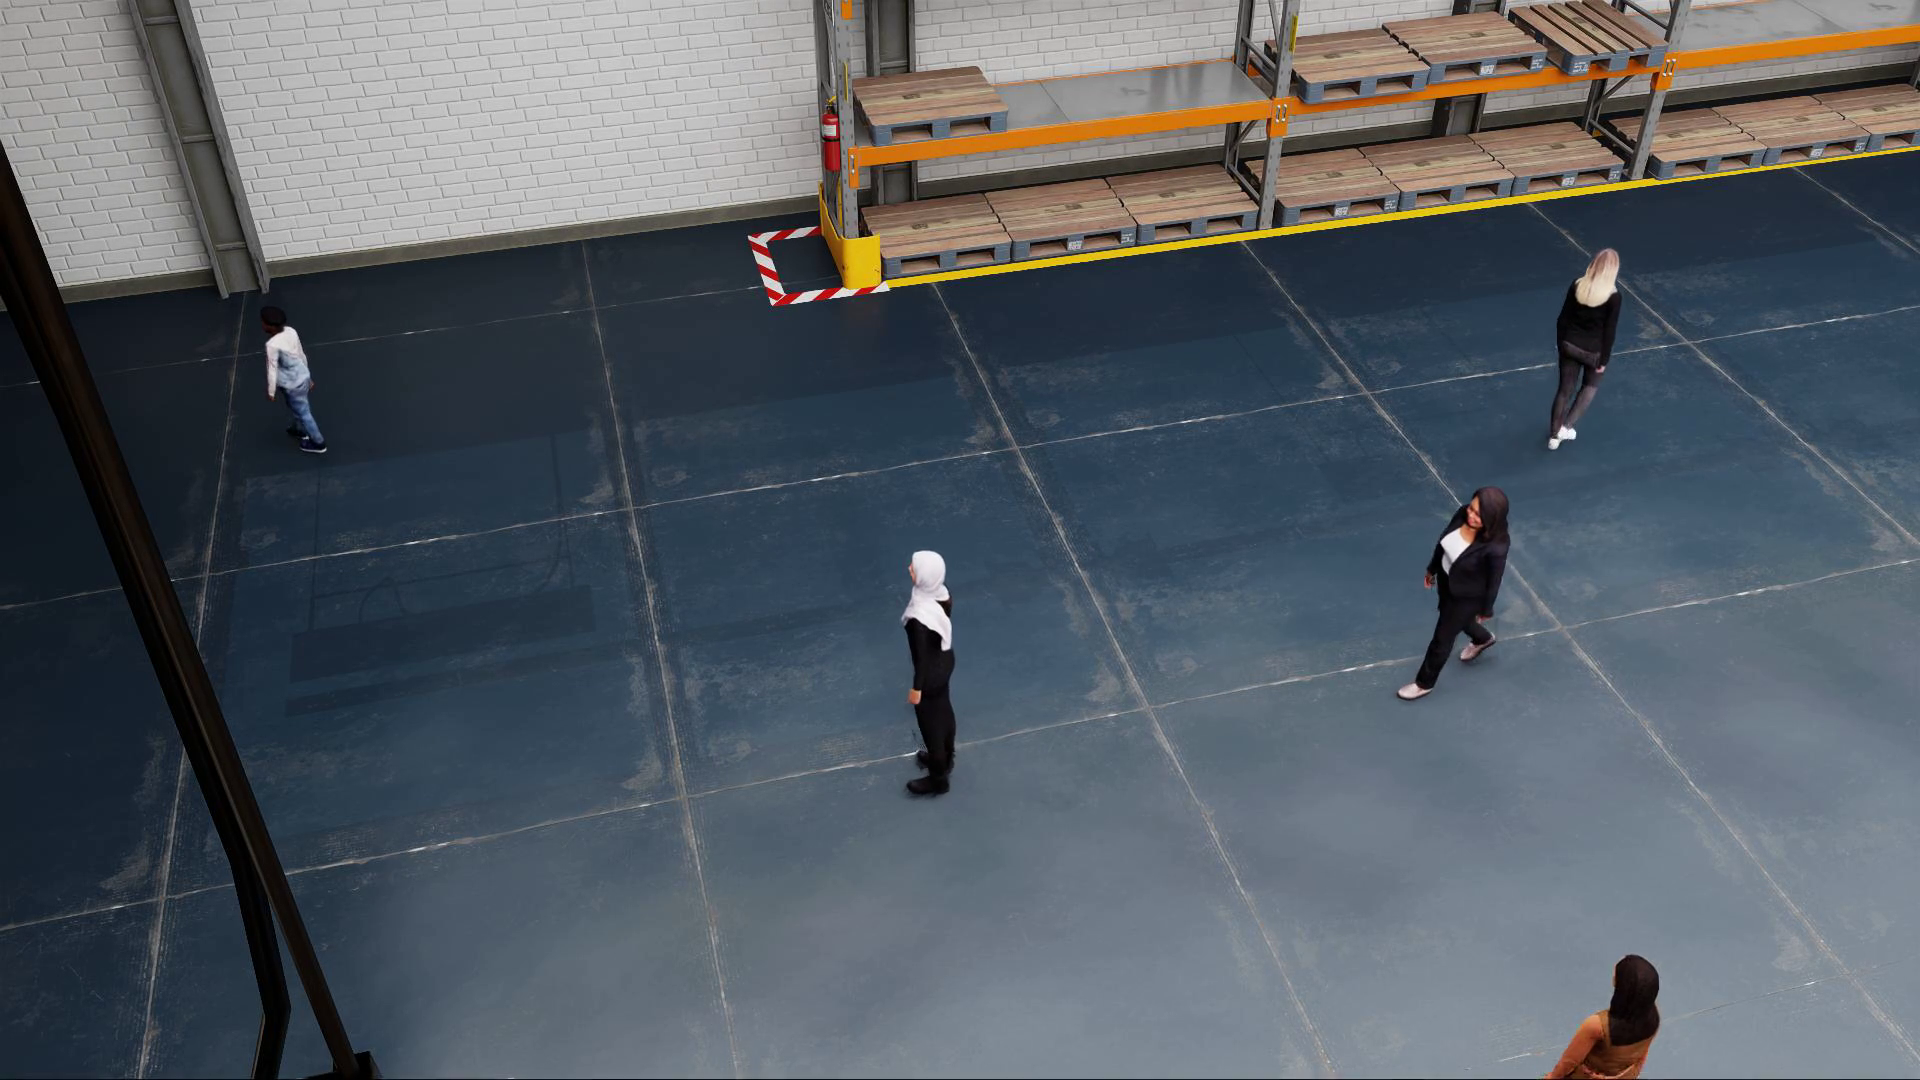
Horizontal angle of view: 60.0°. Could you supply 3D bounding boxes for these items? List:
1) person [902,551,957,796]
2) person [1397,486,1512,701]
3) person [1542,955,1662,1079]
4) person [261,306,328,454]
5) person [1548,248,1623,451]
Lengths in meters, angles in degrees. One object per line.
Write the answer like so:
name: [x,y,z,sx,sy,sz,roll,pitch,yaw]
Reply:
person: [-0.154,0.775,9.719,0.695,1.777,0.680,10,40,13]
person: [3.222,0.279,10.492,1.038,1.588,0.666,-12,40,-14]
person: [2.944,2.563,7.574,1.030,1.660,0.778,-19,42,-22]
person: [-5.021,-1.204,12.622,0.725,1.247,0.631,7,39,8]
person: [4.631,-1.373,12.491,0.732,1.674,0.755,29,47,32]
